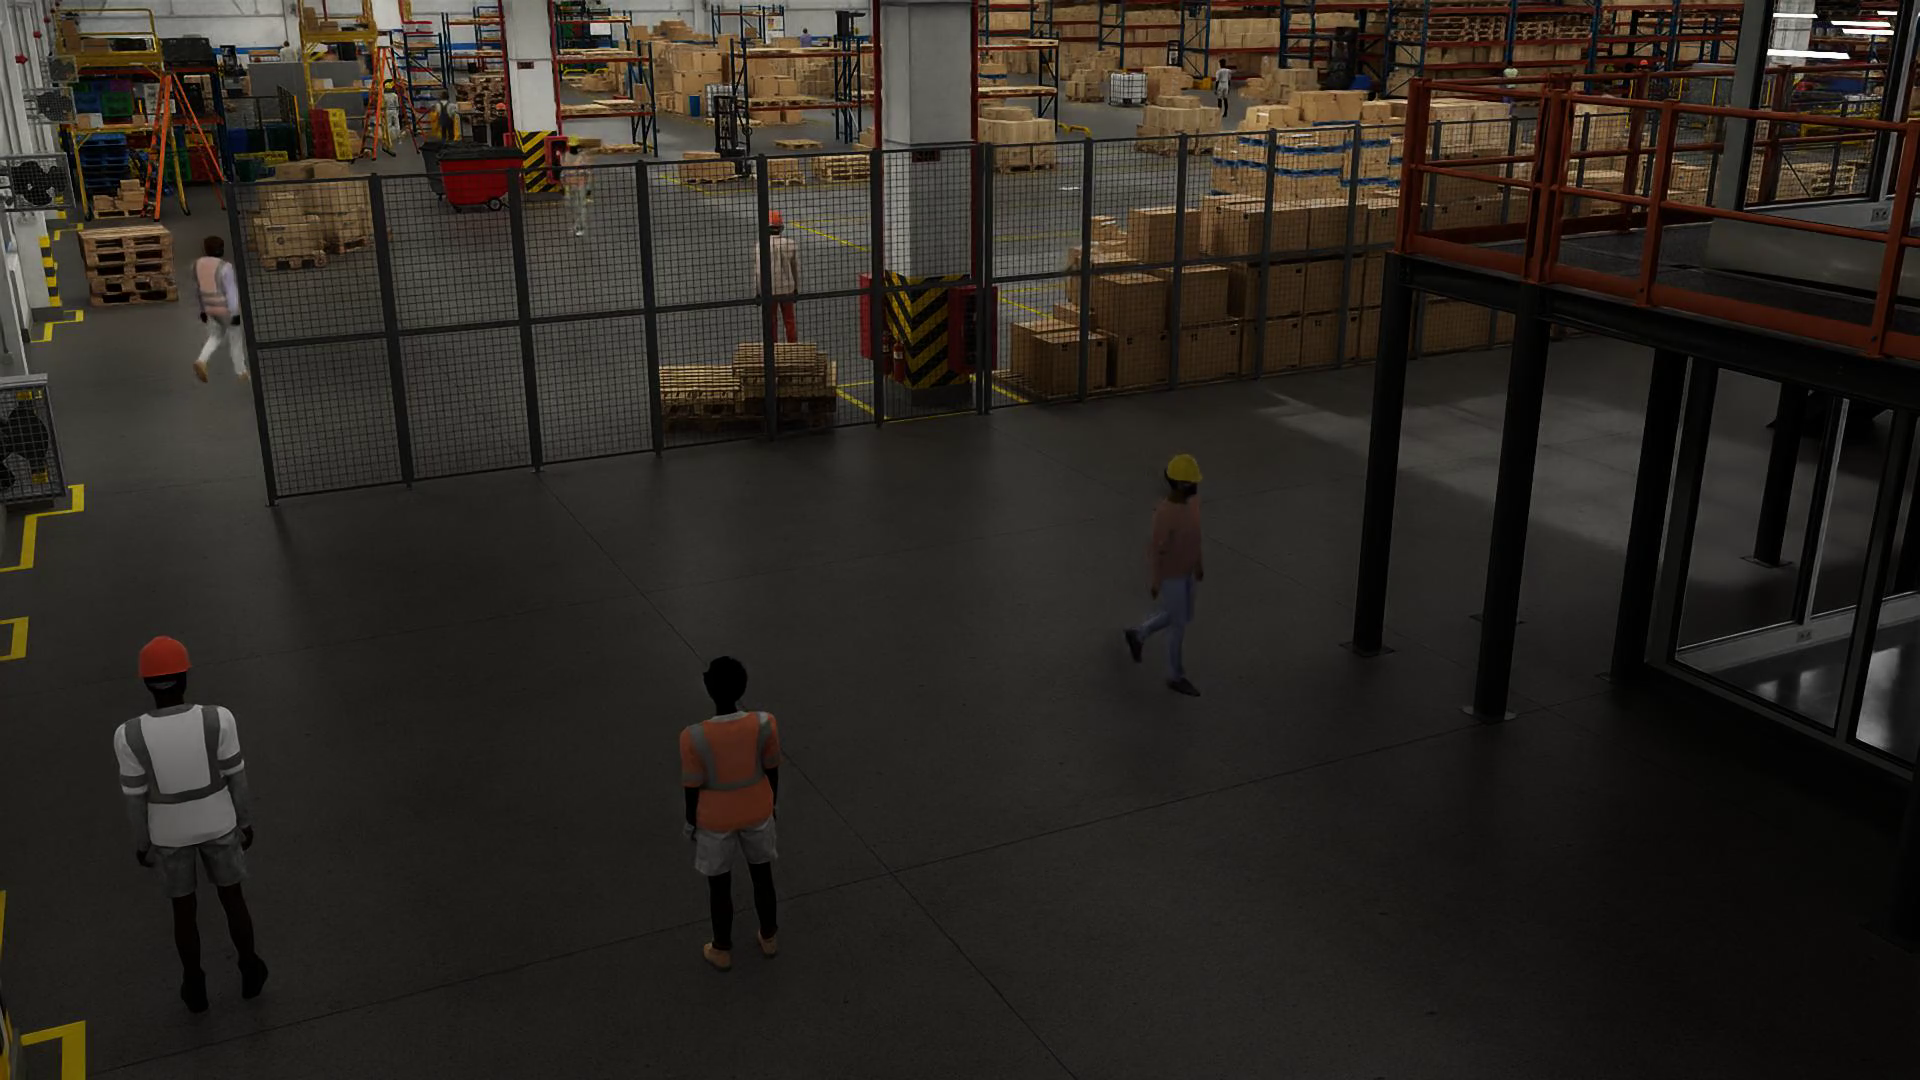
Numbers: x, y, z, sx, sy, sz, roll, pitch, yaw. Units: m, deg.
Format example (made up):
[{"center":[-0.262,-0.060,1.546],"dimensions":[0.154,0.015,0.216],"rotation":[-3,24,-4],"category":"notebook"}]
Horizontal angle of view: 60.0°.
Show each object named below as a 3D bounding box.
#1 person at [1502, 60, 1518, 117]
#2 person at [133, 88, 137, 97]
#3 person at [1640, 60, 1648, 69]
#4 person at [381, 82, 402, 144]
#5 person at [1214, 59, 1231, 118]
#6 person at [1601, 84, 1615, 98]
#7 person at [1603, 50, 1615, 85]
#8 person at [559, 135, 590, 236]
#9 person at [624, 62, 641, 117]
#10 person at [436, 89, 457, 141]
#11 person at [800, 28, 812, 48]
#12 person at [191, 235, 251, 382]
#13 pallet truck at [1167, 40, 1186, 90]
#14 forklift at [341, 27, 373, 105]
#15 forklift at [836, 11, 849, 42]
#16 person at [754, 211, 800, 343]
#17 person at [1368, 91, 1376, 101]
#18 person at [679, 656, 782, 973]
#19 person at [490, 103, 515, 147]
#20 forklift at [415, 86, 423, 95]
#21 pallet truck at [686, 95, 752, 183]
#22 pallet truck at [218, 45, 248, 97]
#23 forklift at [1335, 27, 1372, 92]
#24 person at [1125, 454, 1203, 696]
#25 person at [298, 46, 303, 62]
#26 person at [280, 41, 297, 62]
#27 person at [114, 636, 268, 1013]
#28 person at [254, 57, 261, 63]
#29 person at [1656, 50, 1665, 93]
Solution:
[{"center":[18.805,-15.477,56.997],"dimensions":[0.587,1.914,0.392],"rotation":[-9,21,-25],"category":"person"},{"center":[-25.971,-13.588,51.989],"dimensions":[0.524,1.610,0.817],"rotation":[-11,22,-29],"category":"person"},{"center":[23.102,-15.272,56.381],"dimensions":[0.543,1.928,0.372],"rotation":[-9,21,-25],"category":"person"},{"center":[-16.516,-12.382,48.280],"dimensions":[0.484,1.744,0.296],"rotation":[-9,21,-25],"category":"person"},{"center":[8.924,-15.364,56.599],"dimensions":[0.604,1.959,0.377],"rotation":[-9,21,-25],"category":"person"},{"center":[17.258,-11.235,44.669],"dimensions":[0.627,1.934,0.372],"rotation":[-9,21,-25],"category":"person"},{"center":[26.523,-19.163,68.013],"dimensions":[0.533,1.692,0.319],"rotation":[-9,21,-25],"category":"person"},{"center":[-7.332,-6.748,31.710],"dimensions":[0.597,1.907,0.449],"rotation":[2,19,6],"category":"person"},{"center":[-11.145,-15.429,56.817],"dimensions":[0.627,1.940,0.372],"rotation":[-9,21,-25],"category":"person"},{"center":[-13.675,-11.053,44.295],"dimensions":[0.542,1.828,0.487],"rotation":[0,19,0],"category":"person"},{"center":[-7.871,-25.137,84.960],"dimensions":[0.627,1.940,0.372],"rotation":[-9,21,-25],"category":"person"},{"center":[-9.136,-2.810,20.427],"dimensions":[0.634,1.826,0.709],"rotation":[7,20,19],"category":"person"},{"center":[9.045,-19.971,69.895],"dimensions":[0.823,1.965,1.885],"rotation":[-3,19,-8],"category":"pallet truck"},{"center":[-22.275,-17.346,60.954],"dimensions":[1.873,2.768,1.129],"rotation":[-9,21,-25],"category":"forklift"},{"center":[-5.860,-25.021,83.201],"dimensions":[1.873,2.768,1.129],"rotation":[-9,21,-25],"category":"forklift"},{"center":[-2.342,-3.201,21.284],"dimensions":[0.610,1.996,0.379],"rotation":[-9,21,-25],"category":"person"},{"center":[11.209,-11.394,45.485],"dimensions":[0.533,1.697,0.319],"rotation":[-9,21,-25],"category":"person"},{"center":[-1.151,1.389,8.429],"dimensions":[0.533,1.697,0.319],"rotation":[-9,21,-25],"category":"person"},{"center":[-10.396,-8.961,37.997],"dimensions":[0.610,1.986,0.392],"rotation":[-9,21,-25],"category":"person"},{"center":[-22.447,-19.050,65.892],"dimensions":[1.129,2.768,1.873],"rotation":[14,23,34],"category":"forklift"},{"center":[-5.836,-9.608,39.856],"dimensions":[0.823,1.965,1.885],"rotation":[10,22,27],"category":"pallet truck"},{"center":[-28.879,-18.665,66.111],"dimensions":[0.823,1.965,1.885],"rotation":[-3,19,-9],"category":"pallet truck"},{"center":[14.239,-17.512,61.435],"dimensions":[1.873,2.768,1.129],"rotation":[-9,21,-25],"category":"forklift"},{"center":[1.465,0.209,11.763],"dimensions":[0.625,1.753,0.521],"rotation":[14,23,34],"category":"person"},{"center":[-28.870,-21.144,73.385],"dimensions":[0.543,1.939,0.360],"rotation":[-9,21,-25],"category":"person"},{"center":[-28.540,-20.236,70.761],"dimensions":[0.627,1.934,0.372],"rotation":[-9,21,-25],"category":"person"},{"center":[-3.738,1.384,8.097],"dimensions":[0.543,1.928,0.372],"rotation":[-9,21,-25],"category":"person"},{"center":[-24.810,-16.162,59.022],"dimensions":[0.573,1.887,0.355],"rotation":[-9,21,-25],"category":"person"},{"center":[28.572,-19.100,67.831],"dimensions":[0.533,1.692,0.319],"rotation":[-9,21,-25],"category":"person"}]
